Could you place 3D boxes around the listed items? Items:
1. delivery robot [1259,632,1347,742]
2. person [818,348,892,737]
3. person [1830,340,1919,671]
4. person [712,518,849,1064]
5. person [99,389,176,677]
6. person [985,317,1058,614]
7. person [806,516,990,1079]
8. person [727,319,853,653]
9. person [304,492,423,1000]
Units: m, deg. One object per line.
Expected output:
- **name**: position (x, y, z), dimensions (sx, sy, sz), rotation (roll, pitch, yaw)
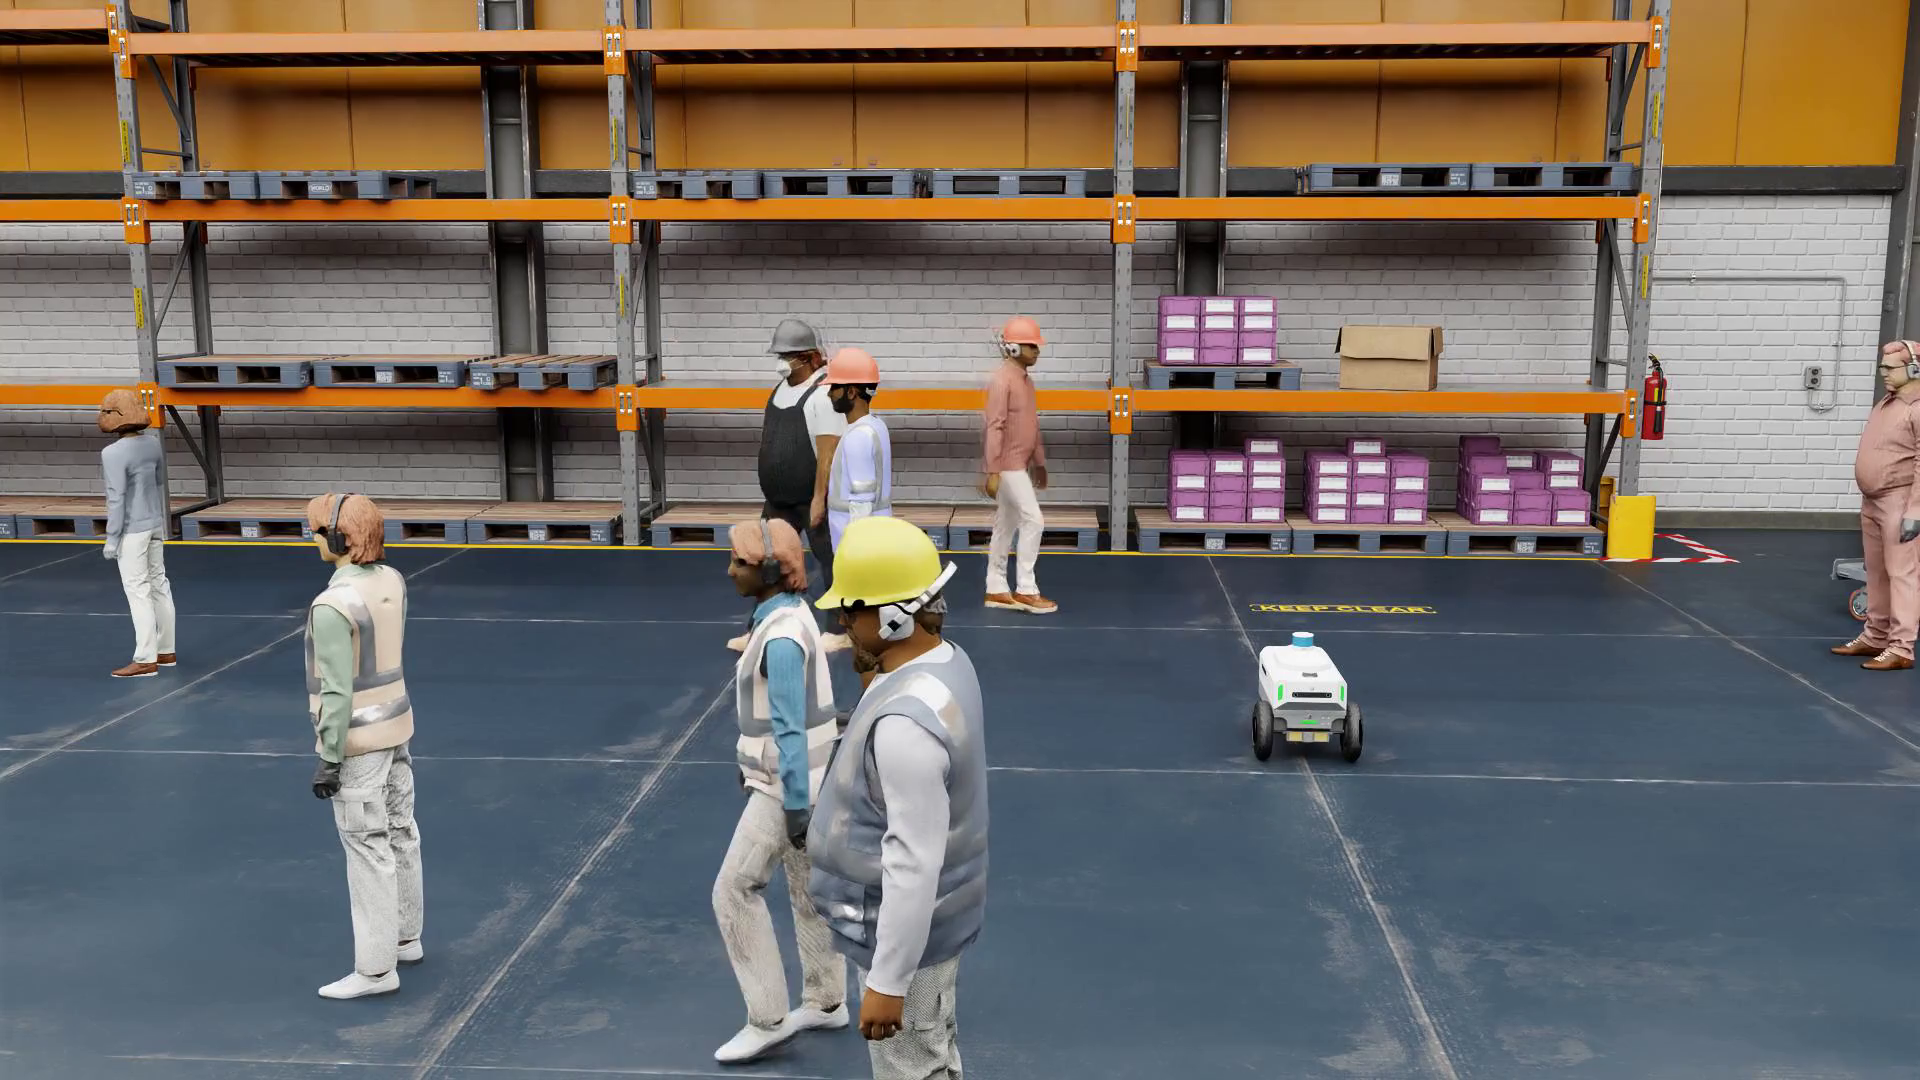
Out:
- **delivery robot**: position (1.656, 0.690, 8.068), dimensions (0.477, 0.478, 0.707), rotation (1, 10, 4)
- **person**: position (-0.510, 0.031, 8.162), dimensions (0.357, 1.938, 0.542), rotation (1, 10, 4)
- **person**: position (5.381, -0.200, 9.626), dimensions (0.403, 1.904, 0.648), rotation (1, 10, 4)
- **person**: position (-0.573, 0.737, 4.964), dimensions (0.535, 1.623, 0.535), rotation (0, 10, -2)
- **person**: position (-4.692, -0.039, 9.458), dimensions (0.284, 1.633, 0.497), rotation (1, 10, 4)
- **person**: position (0.463, -0.488, 11.085), dimensions (0.706, 1.970, 0.654), rotation (3, 10, 18)
- **person**: position (-0.137, 0.847, 3.715), dimensions (0.403, 1.825, 0.586), rotation (1, 10, 4)
- **person**: position (-1.000, -0.306, 9.829), dimensions (0.867, 2.000, 0.700), rotation (-9, 13, -43)
- **person**: position (-1.923, 0.657, 5.370), dimensions (0.308, 1.640, 0.510), rotation (1, 10, 4)
